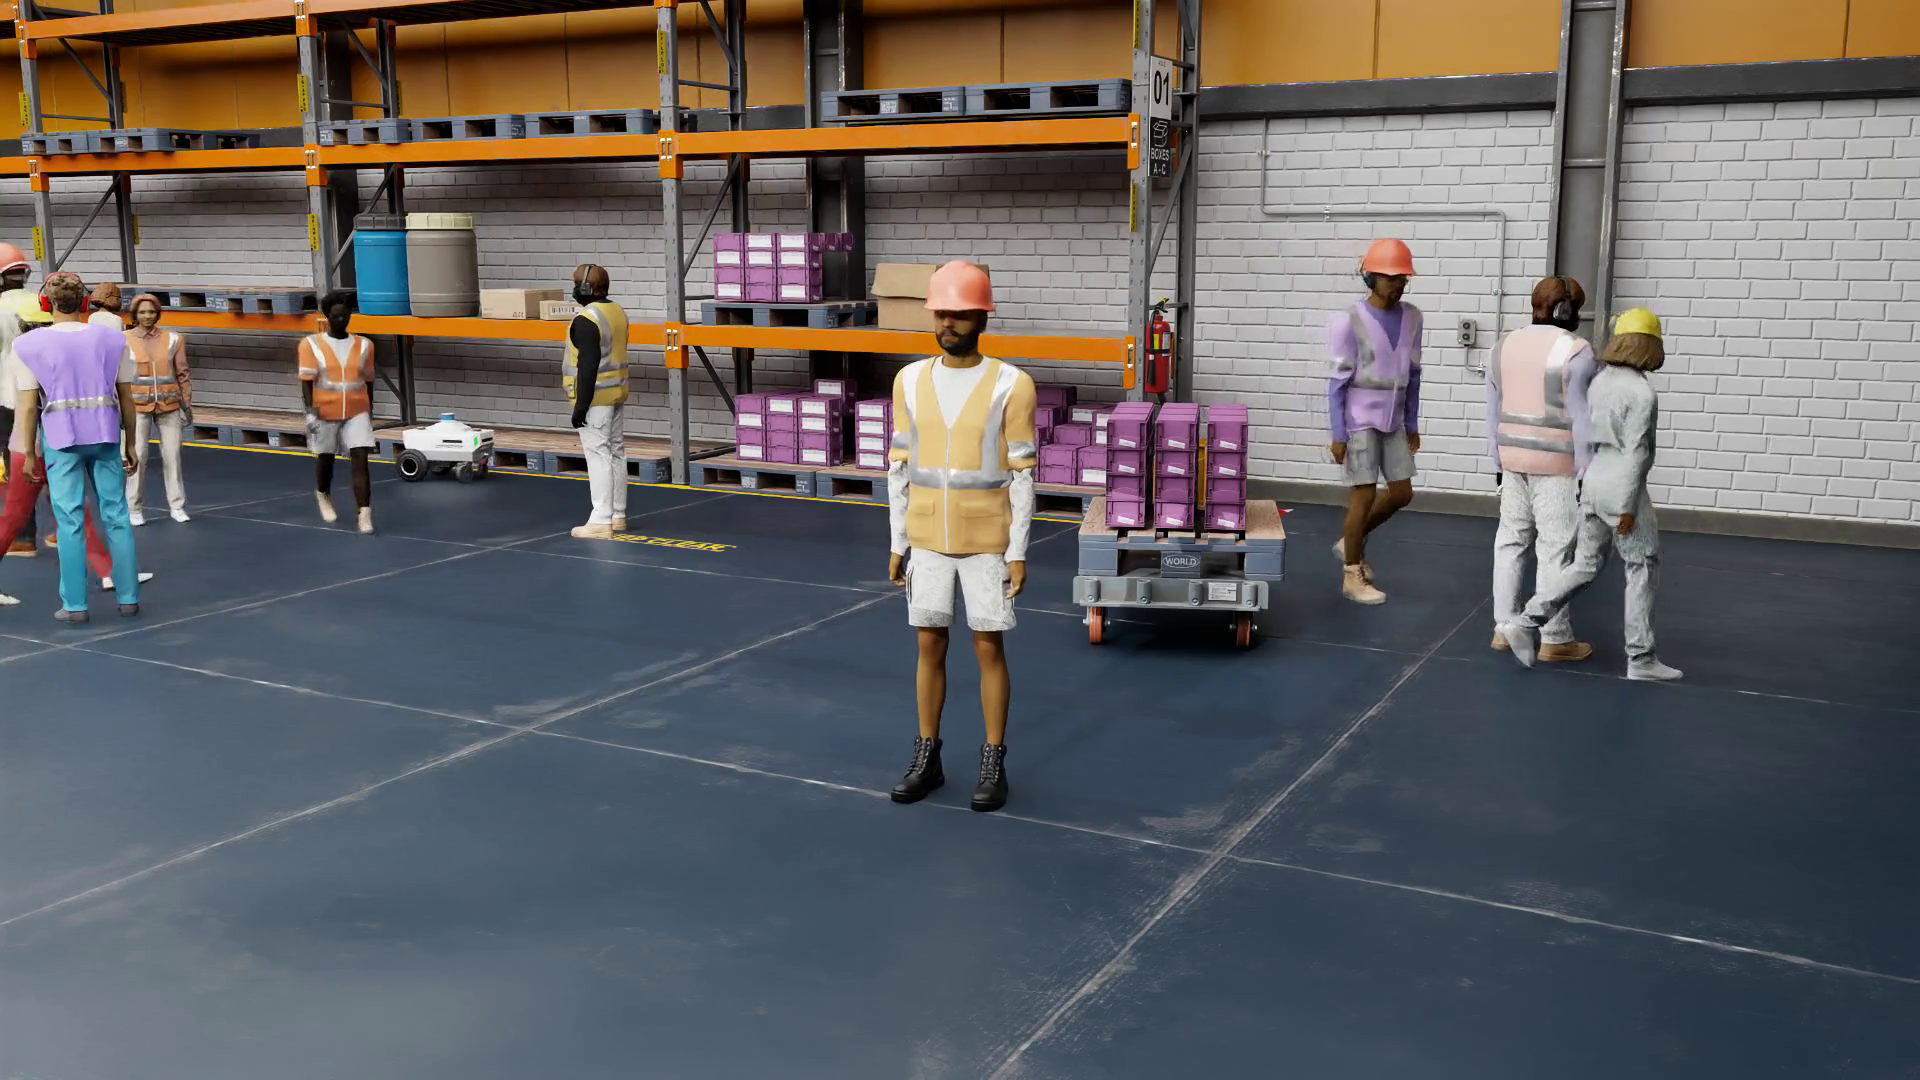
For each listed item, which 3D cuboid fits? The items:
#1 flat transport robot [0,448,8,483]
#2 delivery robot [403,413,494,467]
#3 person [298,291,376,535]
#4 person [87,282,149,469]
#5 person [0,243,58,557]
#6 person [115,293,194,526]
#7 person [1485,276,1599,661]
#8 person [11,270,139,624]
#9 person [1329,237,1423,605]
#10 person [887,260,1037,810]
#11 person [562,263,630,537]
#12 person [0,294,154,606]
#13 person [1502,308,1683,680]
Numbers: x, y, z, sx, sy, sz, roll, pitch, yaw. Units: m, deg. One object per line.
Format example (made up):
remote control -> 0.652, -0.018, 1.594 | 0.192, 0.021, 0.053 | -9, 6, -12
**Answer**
flat transport robot -> -8.101, -0.654, 14.008 | 0.652, 0.197, 1.431 | -7, 12, -34
delivery robot -> -4.257, -0.816, 13.866 | 0.707, 0.478, 0.477 | 2, 11, 12
person -> -4.312, -0.896, 11.521 | 0.529, 1.665, 0.830 | -6, 12, -31
person -> -7.422, -1.438, 14.577 | 0.497, 1.632, 0.289 | 7, 12, 32
person -> -5.932, -0.879, 10.548 | 0.428, 1.983, 0.647 | 6, 12, 31
person -> -5.683, -0.915, 11.714 | 0.519, 1.629, 0.316 | -8, 13, -39
person -> 2.821, -0.342, 8.012 | 0.430, 1.838, 0.619 | -6, 12, -29
person -> -4.606, -0.477, 8.718 | 0.564, 1.848, 0.388 | -9, 14, -41
person -> 2.296, -0.652, 9.209 | 0.666, 2.019, 0.565 | -6, 12, -29
person -> -0.010, 0.002, 5.877 | 0.550, 1.939, 0.388 | 3, 11, 18
person -> -2.468, -0.939, 11.268 | 0.429, 1.845, 0.620 | 2, 11, 11
person -> -5.093, -0.498, 9.225 | 0.937, 1.715, 0.526 | -5, 11, -24
person -> 2.926, -0.202, 7.591 | 0.720, 1.705, 0.494 | -2, 11, -13
